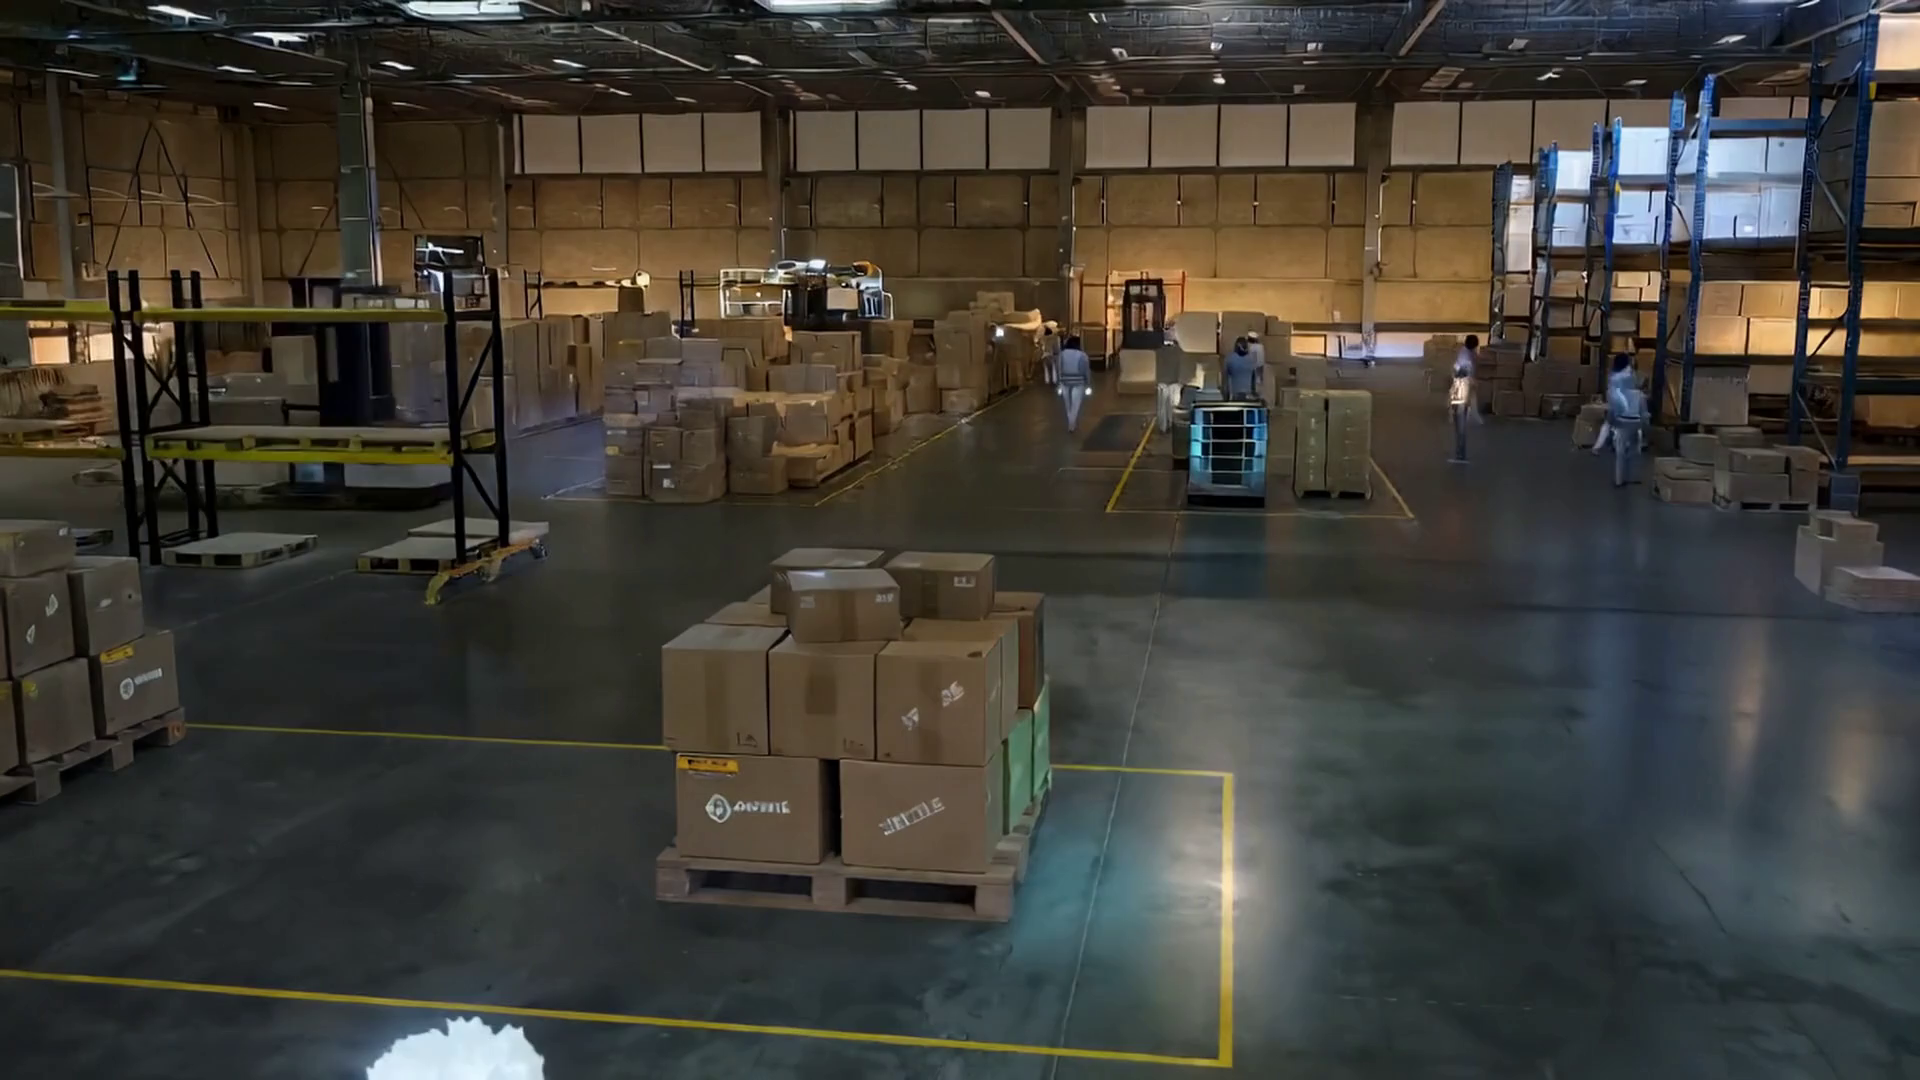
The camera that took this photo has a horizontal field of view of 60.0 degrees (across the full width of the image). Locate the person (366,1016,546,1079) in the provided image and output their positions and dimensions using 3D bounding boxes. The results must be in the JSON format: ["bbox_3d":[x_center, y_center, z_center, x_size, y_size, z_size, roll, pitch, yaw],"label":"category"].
[{"bbox_3d":[-0.703,1.655,2.516,0.367,1.967,0.600,-7,12,-37],"label":"person"}]

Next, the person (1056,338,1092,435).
[{"bbox_3d":[2.115,-2.852,30.859,0.644,1.795,0.973,3,10,19],"label":"person"}]

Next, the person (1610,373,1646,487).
[{"bbox_3d":[9.336,-1.537,23.280,0.540,1.610,0.411,-1,9,-5],"label":"person"}]

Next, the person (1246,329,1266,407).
[{"bbox_3d":[5.679,-3.200,32.686,0.565,1.882,0.978,-8,12,-39],"label":"person"}]

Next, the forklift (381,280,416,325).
[{"bbox_3d":[-11.960,-4.169,35.627,1.873,2.768,1.129,1,9,9],"label":"forklift"}]

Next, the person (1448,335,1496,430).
[{"bbox_3d":[9.817,-3.008,31.820,0.939,1.791,0.617,3,10,19],"label":"person"}]

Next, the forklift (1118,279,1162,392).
[{"bbox_3d":[4.540,-5.104,41.392,1.129,2.768,1.873,1,9,9],"label":"forklift"}]

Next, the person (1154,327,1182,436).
[{"bbox_3d":[3.826,-2.900,30.516,0.620,1.997,0.372,-7,11,-35],"label":"person"}]

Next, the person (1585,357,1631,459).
[{"bbox_3d":[10.668,-2.142,26.937,0.550,1.633,0.865,-9,13,-43],"label":"person"}]

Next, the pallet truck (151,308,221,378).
[{"bbox_3d":[-21.869,-5.598,47.154,0.823,1.965,1.885,4,10,26],"label":"pallet truck"}]

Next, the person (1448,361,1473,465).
[{"bbox_3d":[7.840,-1.983,25.992,0.318,1.631,0.524,-1,9,-4],"label":"person"}]

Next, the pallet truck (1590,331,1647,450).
[{"bbox_3d":[11.253,-2.573,28.499,0.823,1.965,1.885,5,10,27],"label":"pallet truck"}]

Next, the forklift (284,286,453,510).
[{"bbox_3d":[-7.549,-1.838,21.247,1.873,2.768,1.129,1,9,9],"label":"forklift"}]

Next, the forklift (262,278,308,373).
[{"bbox_3d":[-17.134,-5.396,43.196,1.873,2.768,1.129,-3,10,-19],"label":"forklift"}]

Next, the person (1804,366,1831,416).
[{"bbox_3d":[15.996,-2.945,30.980,0.357,1.938,0.542,-3,10,-17],"label":"person"}]

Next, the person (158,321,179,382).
[{"bbox_3d":[-21.596,-5.279,45.405,0.384,1.928,0.589,5,11,29],"label":"person"}]

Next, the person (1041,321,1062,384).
[{"bbox_3d":[2.448,-5.012,44.497,0.558,1.679,0.423,0,9,2],"label":"person"}]

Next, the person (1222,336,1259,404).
[{"bbox_3d":[4.711,-2.456,27.951,0.635,1.939,0.359,-2,9,-11],"label":"person"}]
